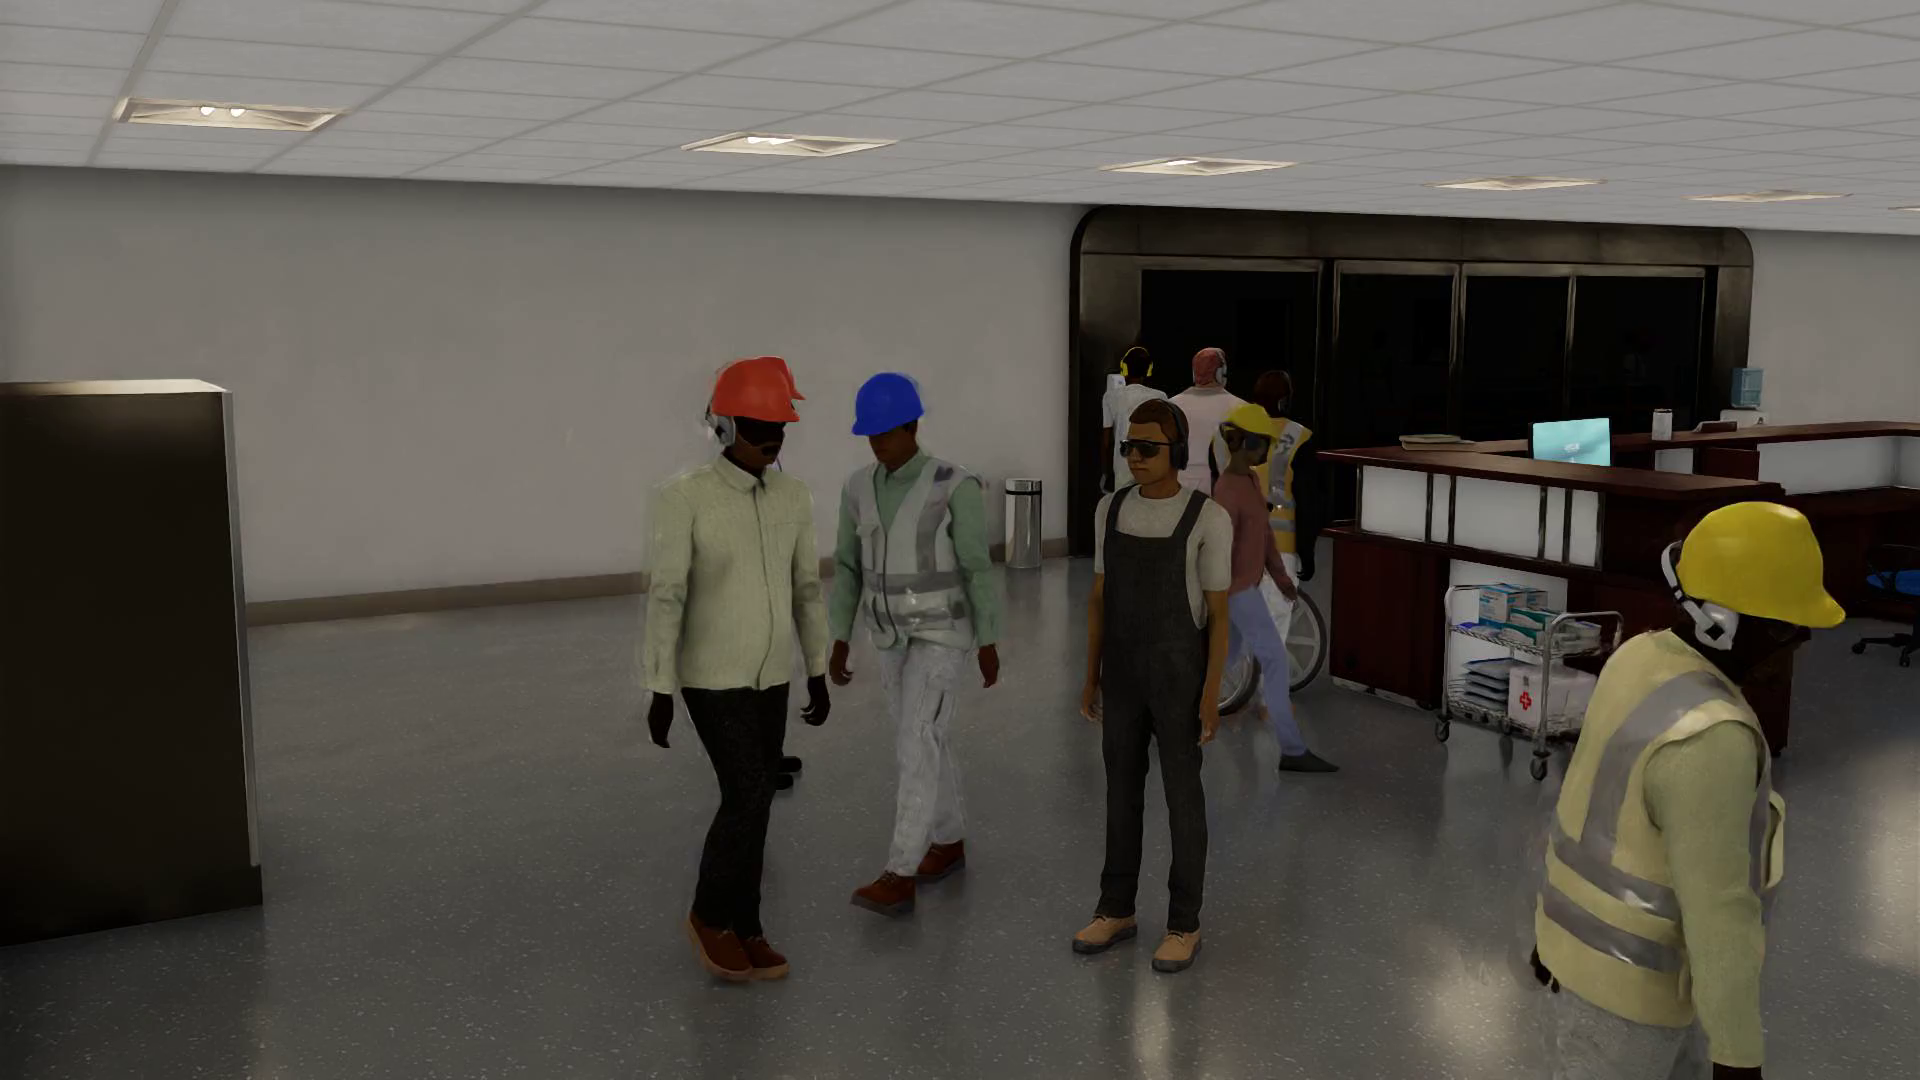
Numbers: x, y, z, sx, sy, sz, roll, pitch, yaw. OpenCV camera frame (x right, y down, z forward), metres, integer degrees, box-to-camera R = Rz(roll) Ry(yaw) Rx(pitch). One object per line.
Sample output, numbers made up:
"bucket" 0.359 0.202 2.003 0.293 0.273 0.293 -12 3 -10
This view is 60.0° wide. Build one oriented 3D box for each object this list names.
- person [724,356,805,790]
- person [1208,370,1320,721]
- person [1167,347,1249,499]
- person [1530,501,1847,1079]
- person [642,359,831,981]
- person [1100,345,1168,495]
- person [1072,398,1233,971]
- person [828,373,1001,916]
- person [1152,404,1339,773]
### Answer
"person" -0.882 0.144 7.452 0.390 1.928 0.550 0 8 1
"person" 1.585 0.030 8.665 0.650 1.830 0.433 7 11 42
"person" 1.500 -0.211 10.094 0.646 1.904 0.401 3 9 22
"person" 1.318 0.806 3.147 0.723 1.785 0.612 2 8 15
"person" -0.667 0.425 5.213 0.440 1.975 0.648 6 10 38
"person" 1.296 -0.499 12.279 0.531 1.875 0.316 2 8 13
"person" 0.626 0.464 5.409 0.505 1.847 0.344 5 10 34
"person" -0.233 0.358 5.949 0.616 1.903 0.869 6 10 39
"person" 1.308 0.210 7.804 0.915 1.698 0.513 2 8 16
